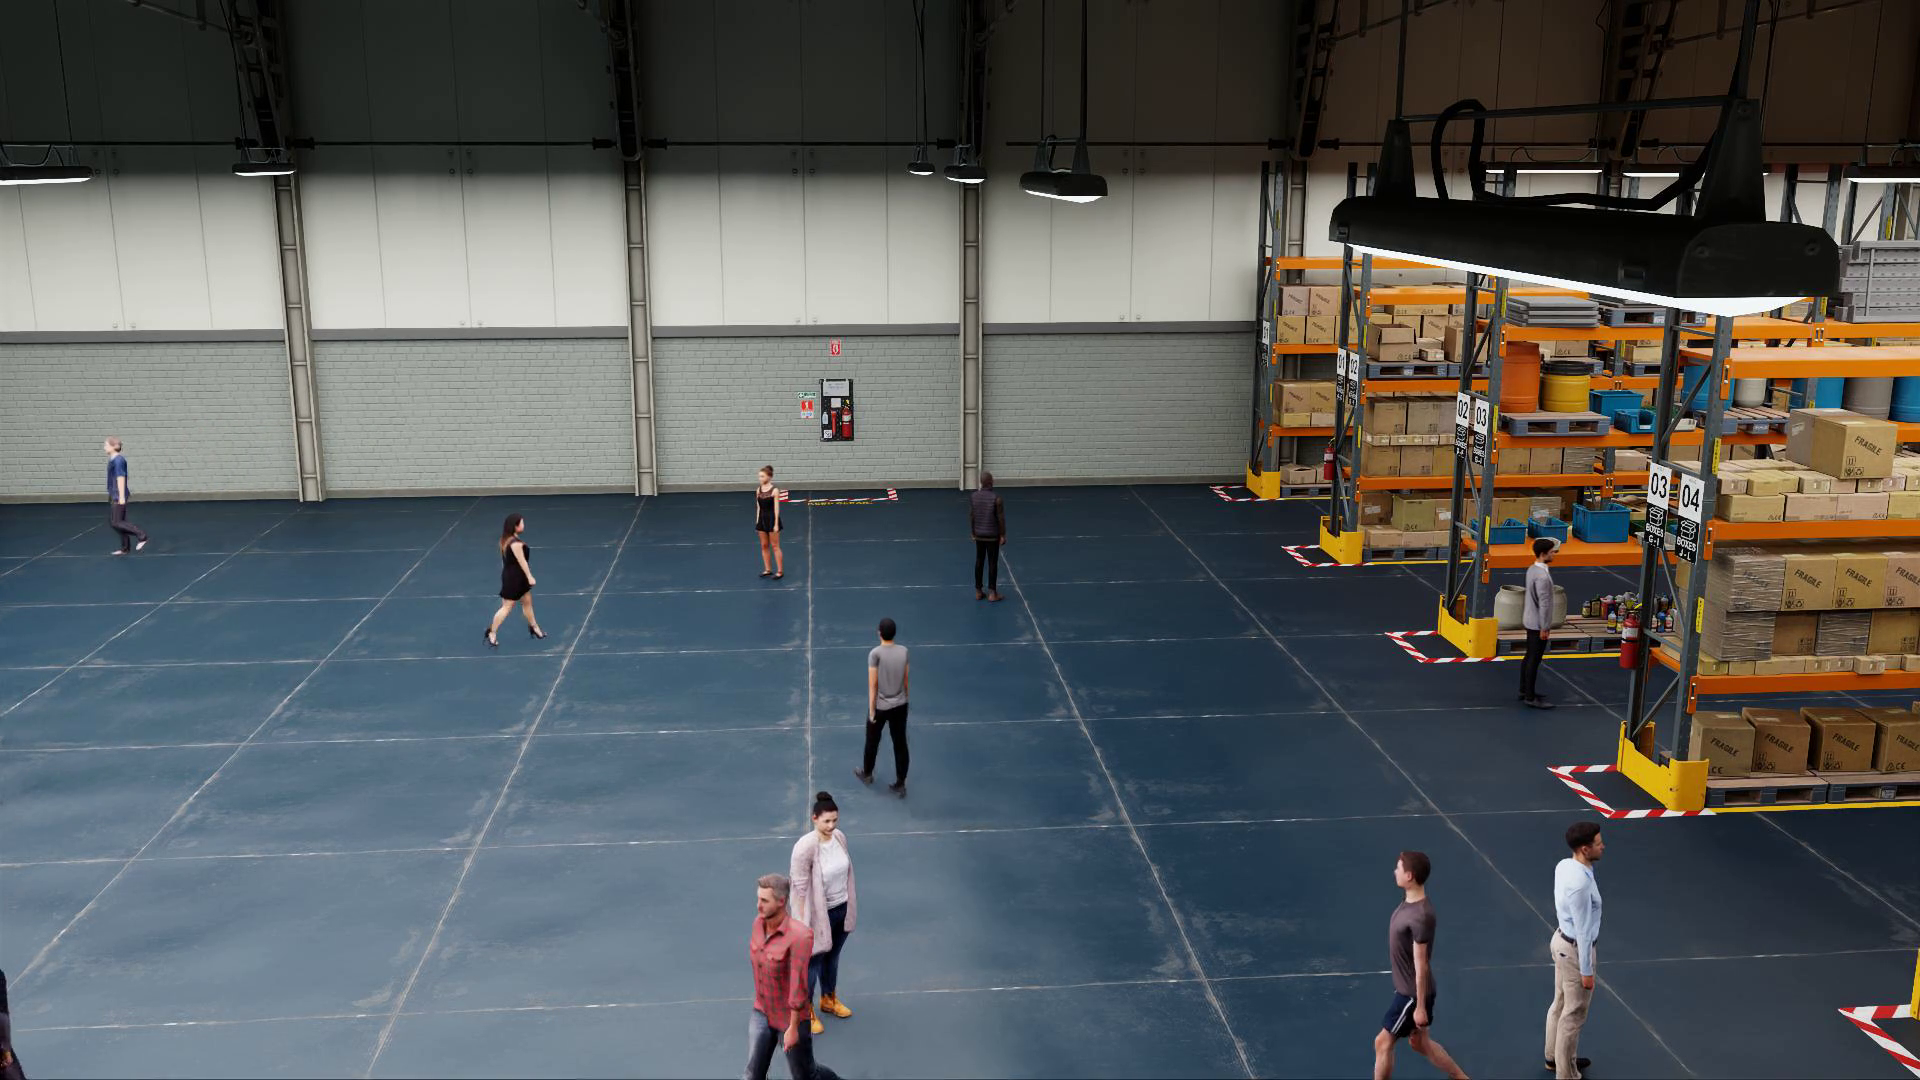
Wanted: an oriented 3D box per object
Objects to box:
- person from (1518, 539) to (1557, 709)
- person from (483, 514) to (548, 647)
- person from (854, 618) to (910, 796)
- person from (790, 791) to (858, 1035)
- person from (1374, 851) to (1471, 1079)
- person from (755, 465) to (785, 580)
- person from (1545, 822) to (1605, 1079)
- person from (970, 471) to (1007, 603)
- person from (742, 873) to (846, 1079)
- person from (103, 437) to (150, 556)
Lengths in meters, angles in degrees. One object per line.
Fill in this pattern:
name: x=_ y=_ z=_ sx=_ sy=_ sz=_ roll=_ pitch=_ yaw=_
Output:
person: x=6.531 y=0.919 z=18.827 sx=0.690 sy=1.922 sz=0.791 roll=2 pitch=13 yaw=7
person: x=-5.702 y=0.549 z=20.973 sx=1.168 sy=1.675 sz=0.937 roll=-7 pitch=15 yaw=-28
person: x=-0.656 y=1.640 z=16.140 sx=1.018 sy=1.729 sz=0.963 roll=-7 pitch=15 yaw=-29
person: x=-0.993 y=2.622 z=11.866 sx=0.851 sy=1.744 sz=0.795 roll=10 pitch=17 yaw=38
person: x=2.978 y=2.883 z=10.587 sx=1.223 sy=1.813 sz=0.860 roll=2 pitch=13 yaw=8
person: x=-2.800 y=-0.265 z=24.493 sx=0.685 sy=1.673 sz=0.755 roll=9 pitch=16 yaw=33
person: x=4.105 y=2.748 z=11.091 sx=0.657 sy=1.848 sz=0.681 roll=1 pitch=13 yaw=4
person: x=0.378 y=-0.061 z=23.249 sx=0.731 sy=1.835 sz=0.837 roll=8 pitch=15 yaw=30
person: x=-1.035 y=2.936 z=10.388 sx=1.156 sy=1.799 sz=1.230 roll=11 pitch=17 yaw=40
person: x=-12.991 y=-0.680 z=25.873 sx=0.921 sy=1.859 sz=0.848 roll=-9 pitch=16 yaw=-33
